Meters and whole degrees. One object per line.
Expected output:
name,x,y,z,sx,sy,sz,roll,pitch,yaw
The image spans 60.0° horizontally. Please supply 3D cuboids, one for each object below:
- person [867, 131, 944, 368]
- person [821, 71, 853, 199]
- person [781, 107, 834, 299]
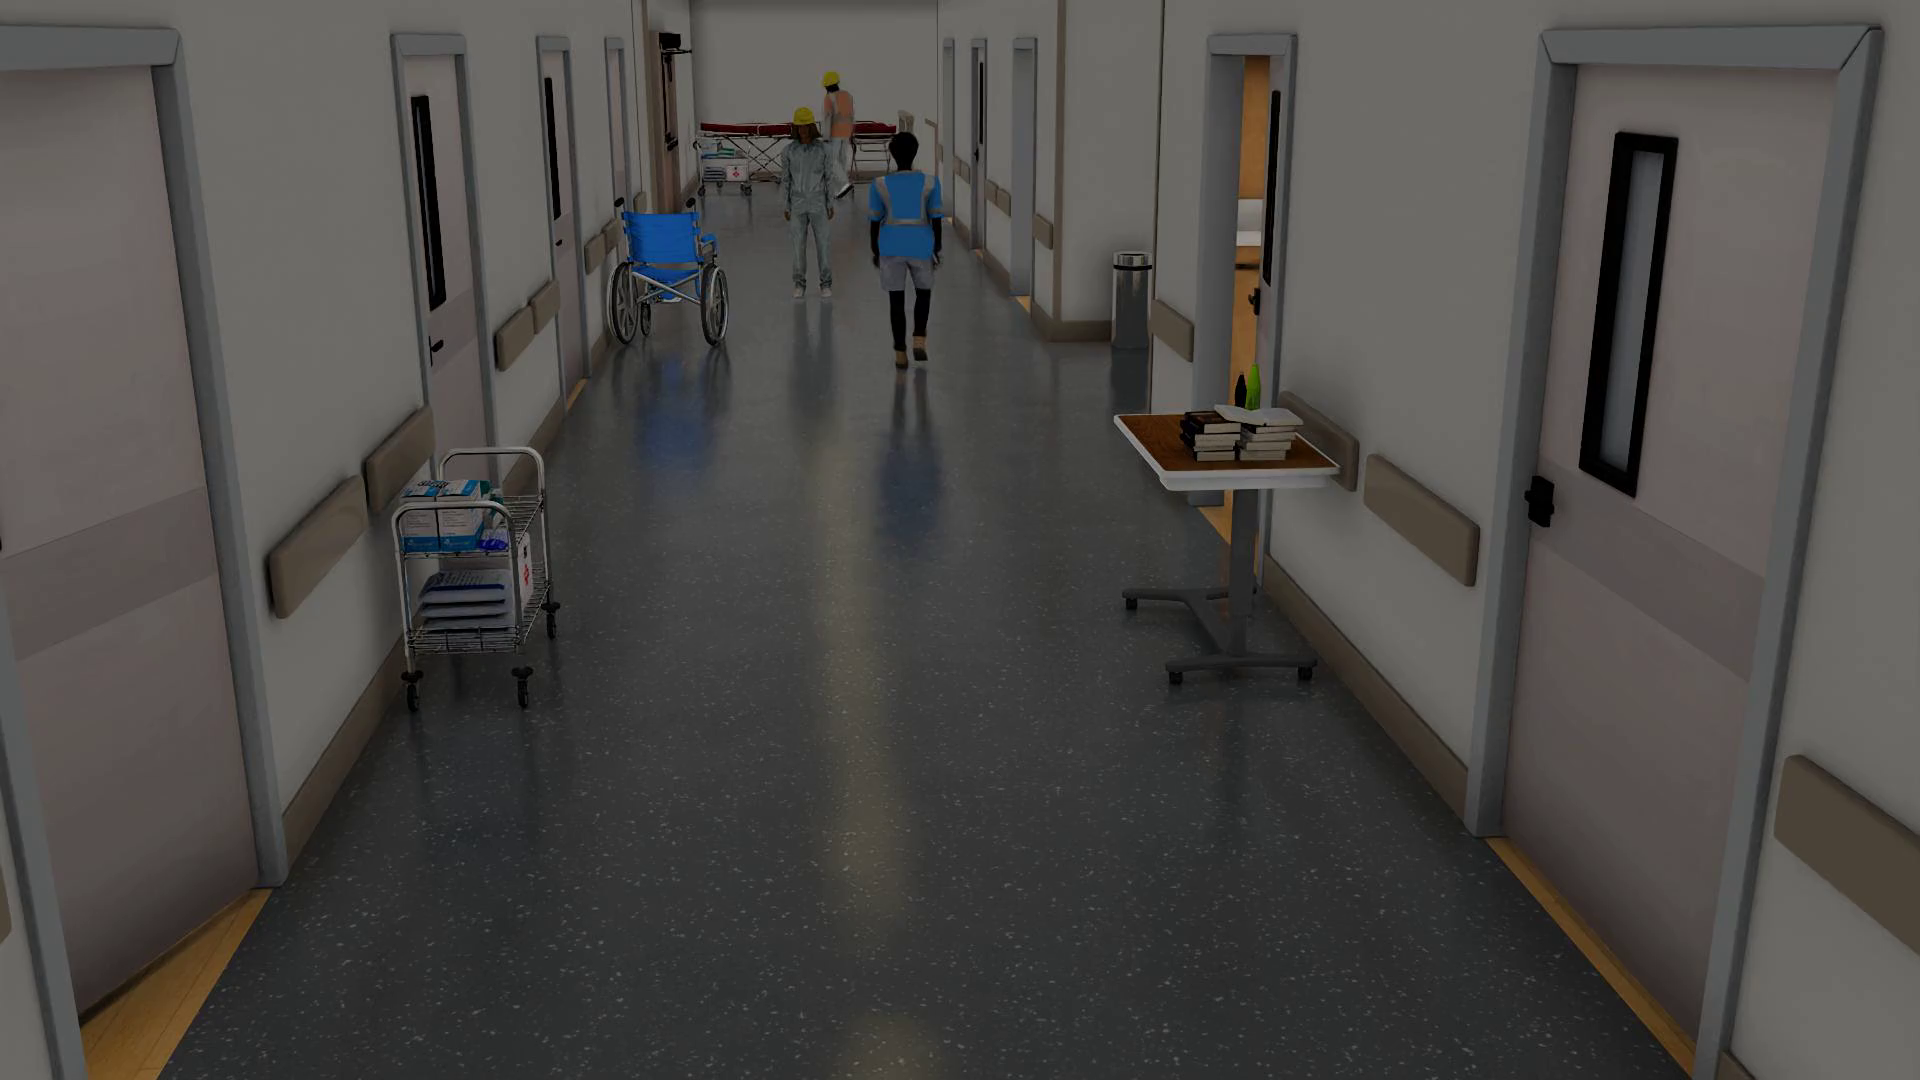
person,-0.391,-2.084,12.007,0.554,1.682,0.369,-1,17,-2
person,-1.776,-6.185,25.386,0.727,1.892,0.698,-15,22,-41
person,-1.395,-3.084,15.286,0.486,1.736,0.318,0,17,1
